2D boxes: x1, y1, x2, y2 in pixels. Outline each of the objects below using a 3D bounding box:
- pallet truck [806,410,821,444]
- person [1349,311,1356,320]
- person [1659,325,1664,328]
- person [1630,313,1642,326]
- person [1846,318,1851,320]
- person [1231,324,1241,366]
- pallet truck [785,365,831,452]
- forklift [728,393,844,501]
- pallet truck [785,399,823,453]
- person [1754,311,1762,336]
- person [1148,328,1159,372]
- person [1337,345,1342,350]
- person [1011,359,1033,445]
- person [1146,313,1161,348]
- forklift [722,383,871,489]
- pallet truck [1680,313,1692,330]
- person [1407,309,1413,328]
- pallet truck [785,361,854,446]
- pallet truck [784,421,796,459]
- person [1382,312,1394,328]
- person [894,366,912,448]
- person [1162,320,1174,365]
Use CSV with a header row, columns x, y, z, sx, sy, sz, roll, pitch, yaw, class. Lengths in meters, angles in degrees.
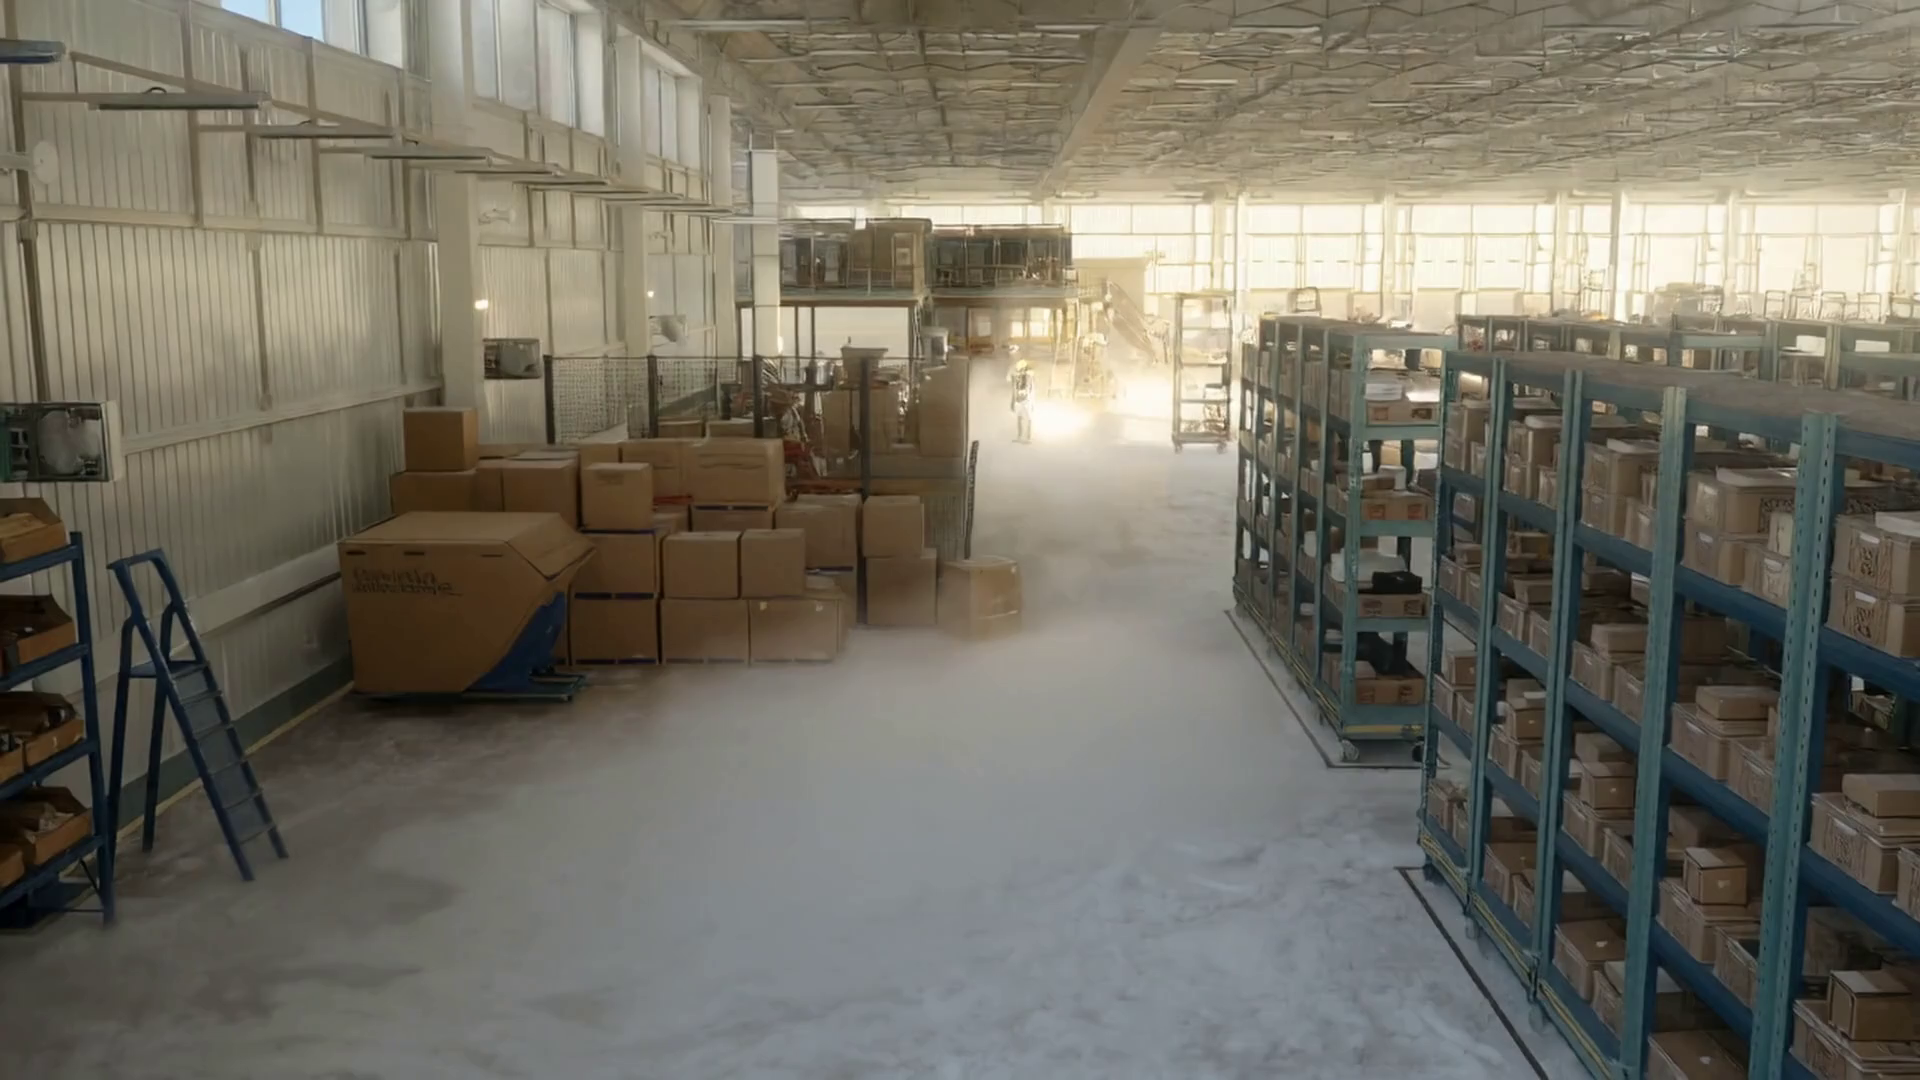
x,y,z,sx,sy,sz,roll,pitch,yaw,class
-3.559,-2.018,33.905,1.522,1.261,0.704,0,9,-1,pallet truck
22.088,-12.021,93.969,0.606,1.818,0.669,5,11,29,person
29.024,-7.964,68.848,0.620,1.866,0.960,6,11,35,person
34.657,-10.670,85.281,0.358,1.937,0.636,-8,12,-42,person
41.695,-9.480,78.114,0.590,1.893,0.574,-2,9,-11,person
11.861,-8.350,71.315,0.612,1.827,0.529,-5,11,-29,person
-3.774,-2.976,37.635,1.885,1.965,0.823,1,9,5,pallet truck
-2.979,-1.316,26.476,2.680,1.987,1.157,0,9,1,forklift
-3.814,-2.432,36.419,1.630,1.274,0.653,0,9,1,pallet truck
43.500,-11.517,90.561,0.550,1.924,0.396,-4,10,-23,person
7.868,-7.726,67.651,0.310,1.768,0.533,-8,12,-41,person
15.332,-7.793,67.882,0.527,1.834,0.968,2,9,11,person
1.450,-3.257,39.260,0.619,2.035,0.422,7,12,37,person
10.270,-11.135,88.493,1.024,1.826,0.582,4,10,25,person
-2.893,-1.687,28.729,2.680,1.987,1.157,0,9,-1,forklift
36.315,-10.531,84.244,0.823,1.965,1.885,-6,11,-33,pallet truck
25.588,-12.172,94.616,0.397,1.918,0.588,5,11,29,person
-3.410,-3.193,38.978,1.885,1.965,0.823,0,9,-1,pallet truck
-4.013,-1.793,32.705,1.601,1.201,0.680,0,9,1,pallet truck
22.719,-11.128,88.204,0.966,1.899,0.642,-9,13,-44,person
-1.327,-3.112,38.759,0.402,1.906,0.652,0,9,2,person
9.022,-8.543,72.074,0.609,1.965,0.369,-3,10,-19,person
